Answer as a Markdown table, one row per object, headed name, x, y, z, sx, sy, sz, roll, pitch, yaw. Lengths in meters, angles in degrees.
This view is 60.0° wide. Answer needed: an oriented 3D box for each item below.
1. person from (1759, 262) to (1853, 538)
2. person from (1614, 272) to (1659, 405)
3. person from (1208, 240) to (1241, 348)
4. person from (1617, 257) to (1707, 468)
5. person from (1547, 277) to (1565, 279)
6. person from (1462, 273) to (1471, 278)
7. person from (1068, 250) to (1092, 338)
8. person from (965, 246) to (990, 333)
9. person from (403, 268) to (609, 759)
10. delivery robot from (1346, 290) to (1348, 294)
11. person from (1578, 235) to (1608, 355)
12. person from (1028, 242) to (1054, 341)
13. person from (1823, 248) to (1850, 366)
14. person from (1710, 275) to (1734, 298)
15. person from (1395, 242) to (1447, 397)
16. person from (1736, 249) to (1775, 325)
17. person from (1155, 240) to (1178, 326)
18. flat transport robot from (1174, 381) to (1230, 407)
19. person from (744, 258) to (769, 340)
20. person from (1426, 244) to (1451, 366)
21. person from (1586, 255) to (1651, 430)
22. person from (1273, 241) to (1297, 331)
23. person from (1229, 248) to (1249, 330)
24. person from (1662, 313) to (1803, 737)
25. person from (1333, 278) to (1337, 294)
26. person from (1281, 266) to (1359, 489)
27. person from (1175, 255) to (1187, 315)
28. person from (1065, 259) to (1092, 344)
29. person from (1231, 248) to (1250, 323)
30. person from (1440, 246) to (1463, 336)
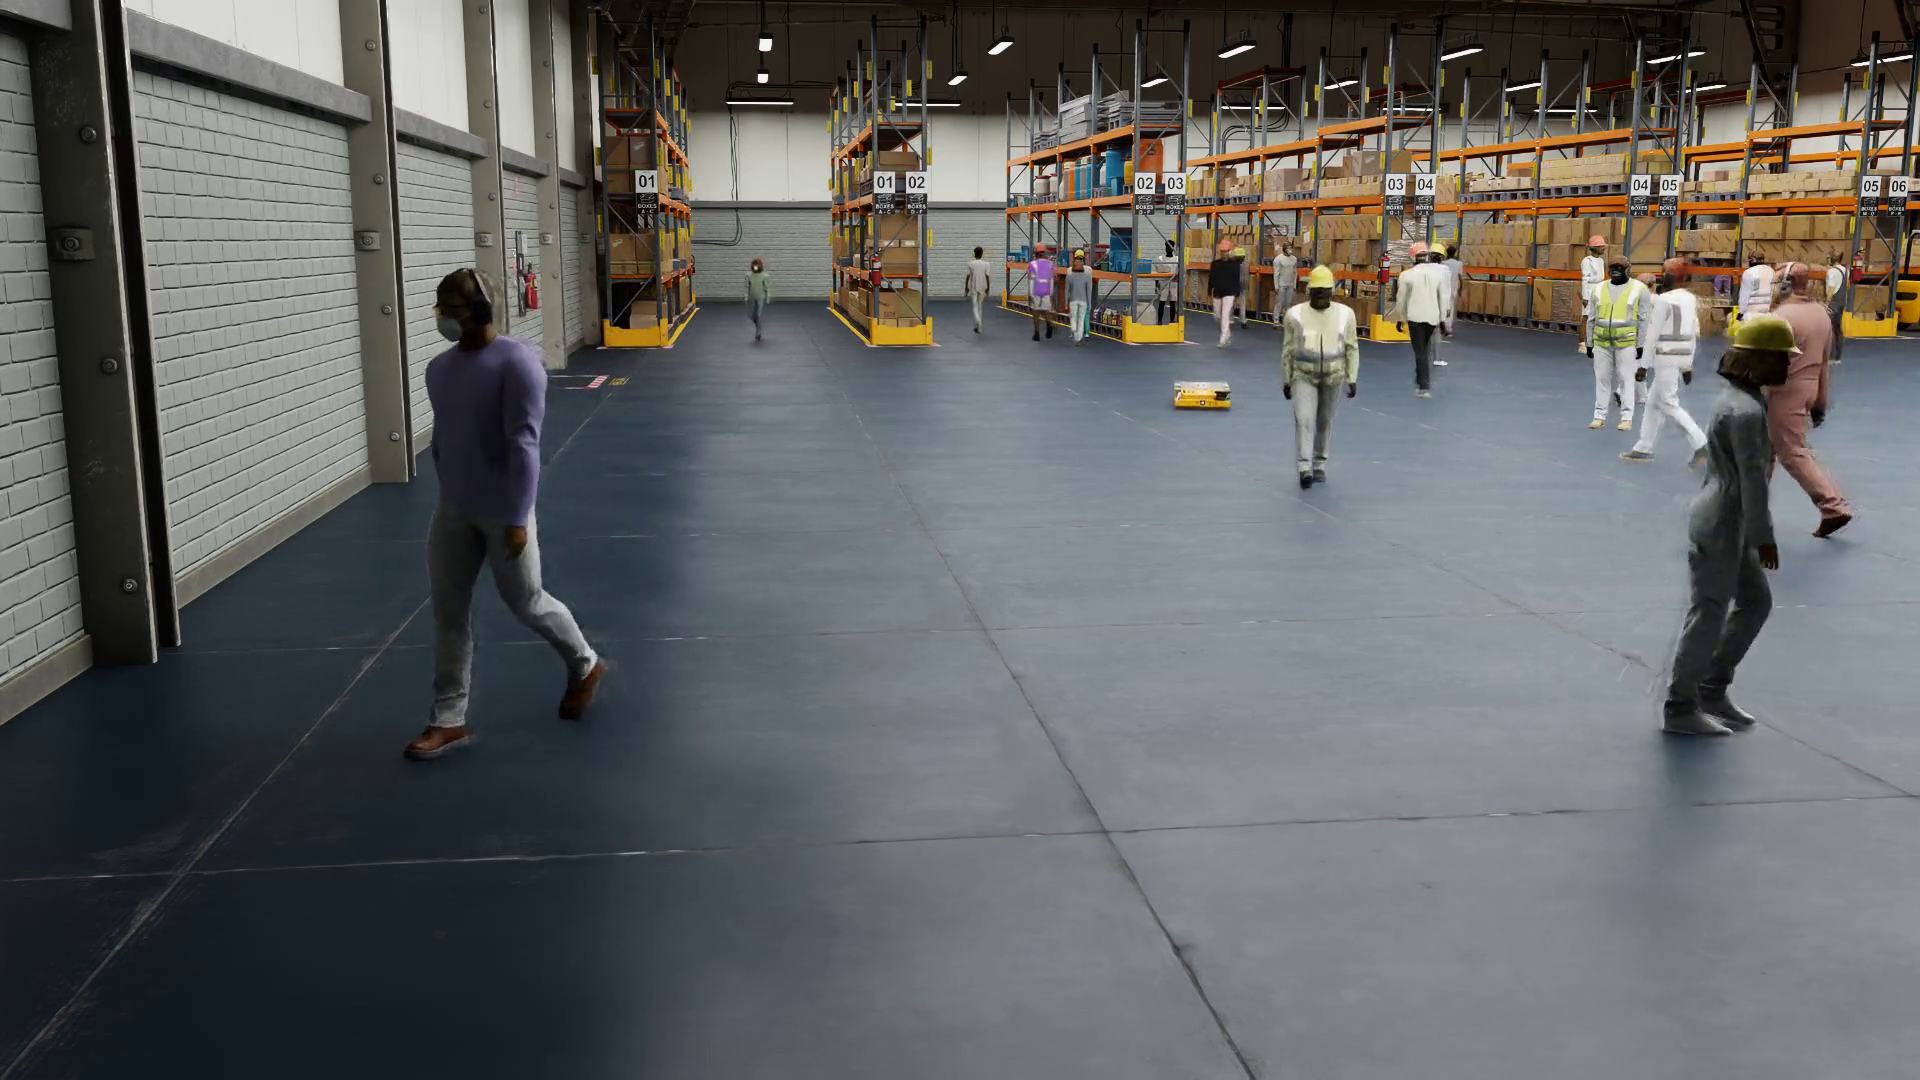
| name | x | y | z | sx | sy | sz | roll | pitch | yaw |
| --- | --- | --- | --- | --- | --- | --- | --- | --- | --- |
| person | 5.702 | -0.959 | 11.357 | 0.644 | 1.869 | 0.953 | -8 | 13 | -37 |
| person | 8.182 | -2.420 | 20.046 | 0.793 | 1.609 | 0.508 | -5 | 12 | -27 |
| person | 4.886 | -4.530 | 30.602 | 0.619 | 1.976 | 0.761 | 7 | 12 | 33 |
| person | 6.323 | -1.563 | 14.703 | 0.588 | 1.856 | 0.914 | -9 | 14 | -41 |
| person | 17.735 | -7.760 | 49.358 | 0.505 | 1.595 | 0.827 | -1 | 10 | -8 |
| person | 14.454 | -7.589 | 47.629 | 0.563 | 1.895 | 0.986 | -9 | 14 | -42 |
| person | 2.393 | -4.922 | 33.326 | 0.522 | 1.769 | 0.318 | -2 | 11 | -12 |
| person | 0.373 | -5.284 | 35.111 | 0.526 | 1.843 | 0.817 | -2 | 11 | -11 |
| person | -1.857 | -0.132 | 6.679 | 0.629 | 1.913 | 0.925 | 5 | 12 | 28 |
| delivery robot | 11.914 | -7.370 | 49.814 | 0.707 | 0.478 | 0.477 | 10 | 14 | 43 |
| person | 10.951 | -4.225 | 28.739 | 0.615 | 2.044 | 0.369 | -10 | 14 | -43 |
| person | 1.588 | -4.836 | 32.433 | 0.568 | 1.920 | 0.518 | -4 | 11 | -21 |
| person | 13.792 | -3.671 | 26.259 | 0.516 | 1.842 | 0.328 | -7 | 12 | -33 |
| person | 20.849 | -7.204 | 45.458 | 0.644 | 1.908 | 0.408 | 2 | 11 | 12 |
| person | 5.867 | -2.819 | 21.310 | 0.596 | 1.943 | 0.917 | -3 | 11 | -14 |
| person | 11.979 | -3.462 | 25.131 | 0.625 | 1.841 | 0.429 | -5 | 11 | -26 |
| person | 4.511 | -5.495 | 35.927 | 0.608 | 1.963 | 0.369 | 0 | 10 | -3 |
| flat transport robot | 2.938 | -1.785 | 20.235 | 0.652 | 0.197 | 1.431 | 1 | 10 | 7 |
| person | -3.984 | -4.755 | 32.793 | 0.522 | 1.617 | 0.479 | 3 | 11 | 15 |
| person | 7.474 | -3.706 | 26.248 | 0.585 | 1.918 | 0.382 | 9 | 14 | 41 |
| person | 6.912 | -2.074 | 17.546 | 0.630 | 1.837 | 0.430 | 8 | 13 | 39 |
| person | 7.029 | -5.484 | 35.981 | 0.630 | 1.932 | 0.373 | -7 | 12 | -32 |
| person | 6.101 | -5.539 | 36.680 | 0.612 | 1.784 | 0.948 | -2 | 11 | -12 |
| person | 3.132 | -0.045 | 6.719 | 0.503 | 1.723 | 0.516 | 4 | 11 | 23 |
| person | 10.773 | -7.601 | 48.459 | 0.507 | 1.597 | 0.825 | -1 | 10 | -5 |
| person | 2.922 | -1.315 | 13.497 | 0.598 | 1.782 | 0.903 | 1 | 10 | 5 |
| person | 5.682 | -6.657 | 43.301 | 0.518 | 1.600 | 0.567 | -2 | 11 | -13 |
| person | 2.232 | -4.486 | 31.362 | 0.519 | 1.617 | 0.435 | 0 | 10 | 1 |
| person | 6.563 | -5.962 | 39.039 | 0.530 | 1.765 | 0.325 | -3 | 11 | -15 |
| person | 10.011 | -5.109 | 34.162 | 0.533 | 1.825 | 0.948 | 1 | 10 | 4 |
